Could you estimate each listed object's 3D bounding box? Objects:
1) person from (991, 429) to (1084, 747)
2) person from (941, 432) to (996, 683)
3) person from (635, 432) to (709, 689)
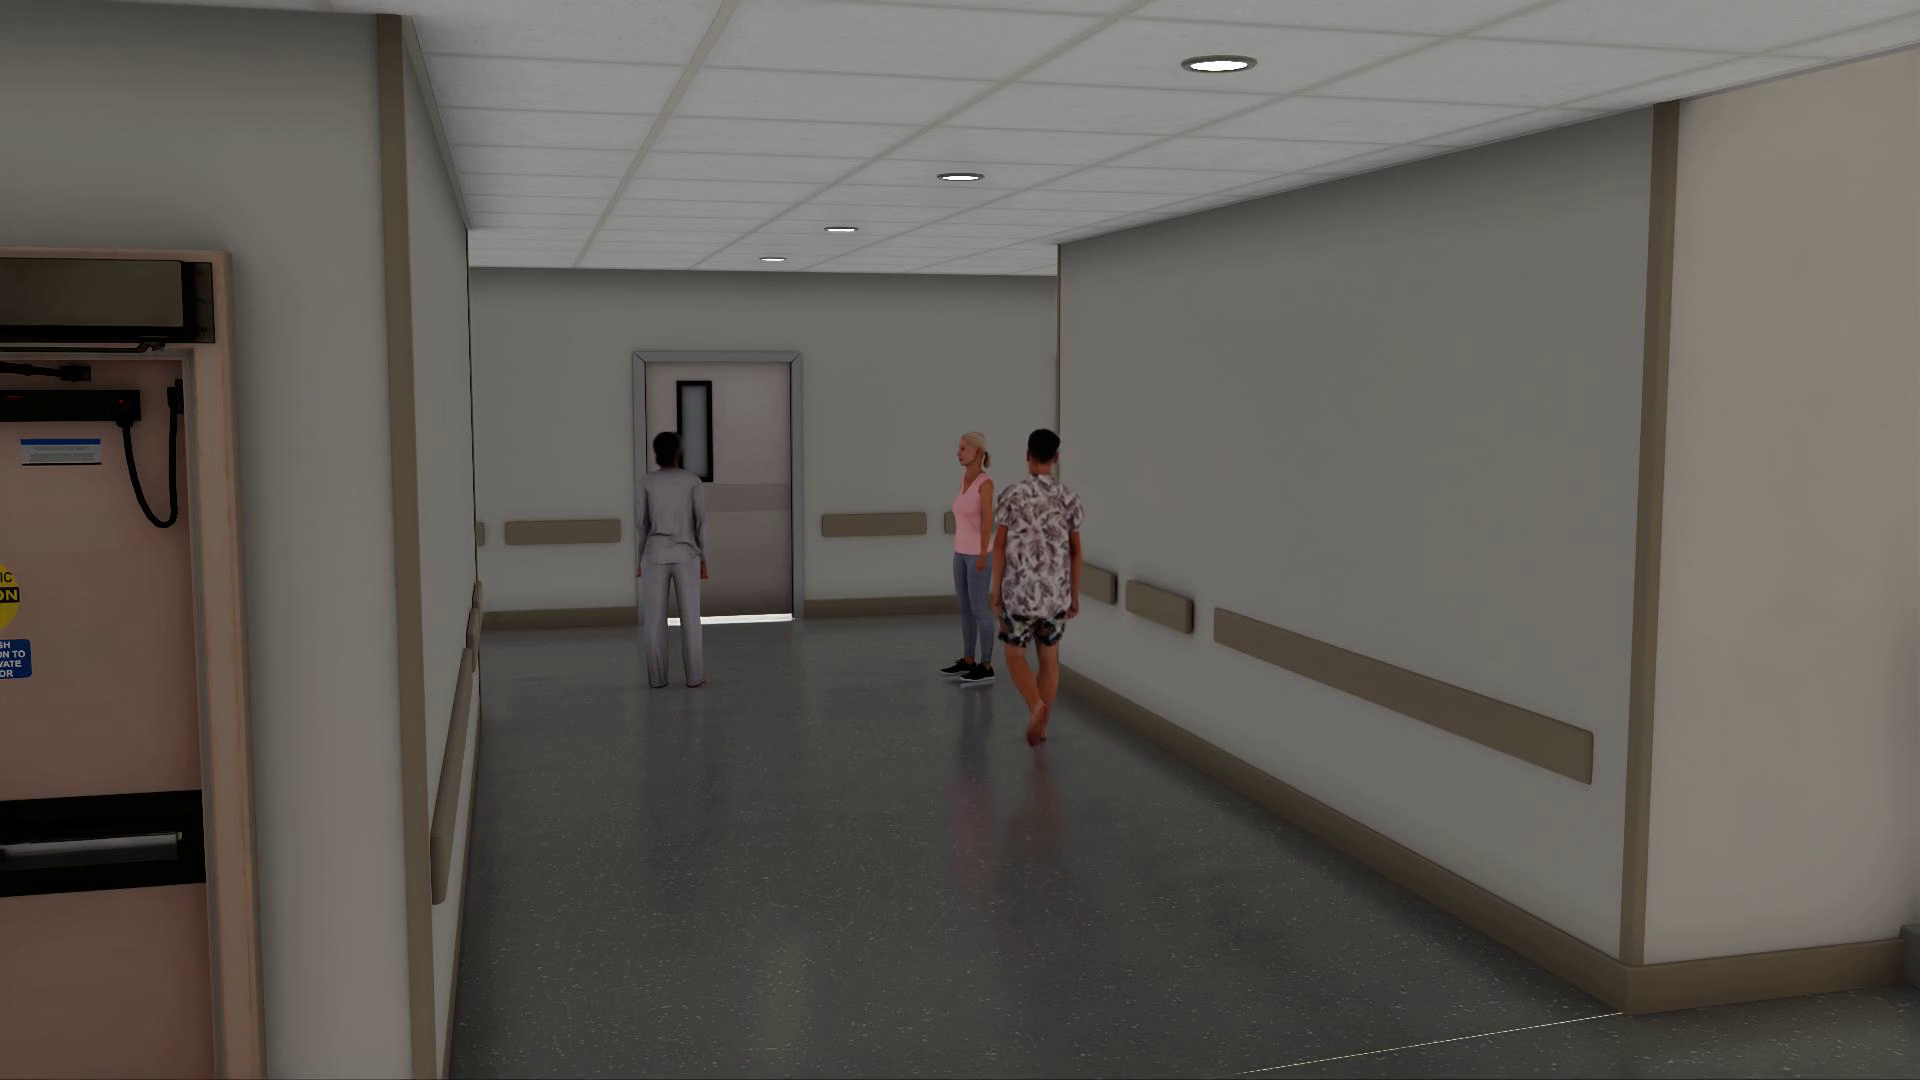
[{"bbox_3d":[0.445,0.289,9.420,0.865,1.795,0.779,-1,6,-10],"label":"person"},{"bbox_3d":[0.099,0.106,11.588,0.587,1.726,0.601,-3,6,-27],"label":"person"},{"bbox_3d":[-1.966,0.127,11.317,0.511,1.737,0.730,-1,6,-7],"label":"person"}]
